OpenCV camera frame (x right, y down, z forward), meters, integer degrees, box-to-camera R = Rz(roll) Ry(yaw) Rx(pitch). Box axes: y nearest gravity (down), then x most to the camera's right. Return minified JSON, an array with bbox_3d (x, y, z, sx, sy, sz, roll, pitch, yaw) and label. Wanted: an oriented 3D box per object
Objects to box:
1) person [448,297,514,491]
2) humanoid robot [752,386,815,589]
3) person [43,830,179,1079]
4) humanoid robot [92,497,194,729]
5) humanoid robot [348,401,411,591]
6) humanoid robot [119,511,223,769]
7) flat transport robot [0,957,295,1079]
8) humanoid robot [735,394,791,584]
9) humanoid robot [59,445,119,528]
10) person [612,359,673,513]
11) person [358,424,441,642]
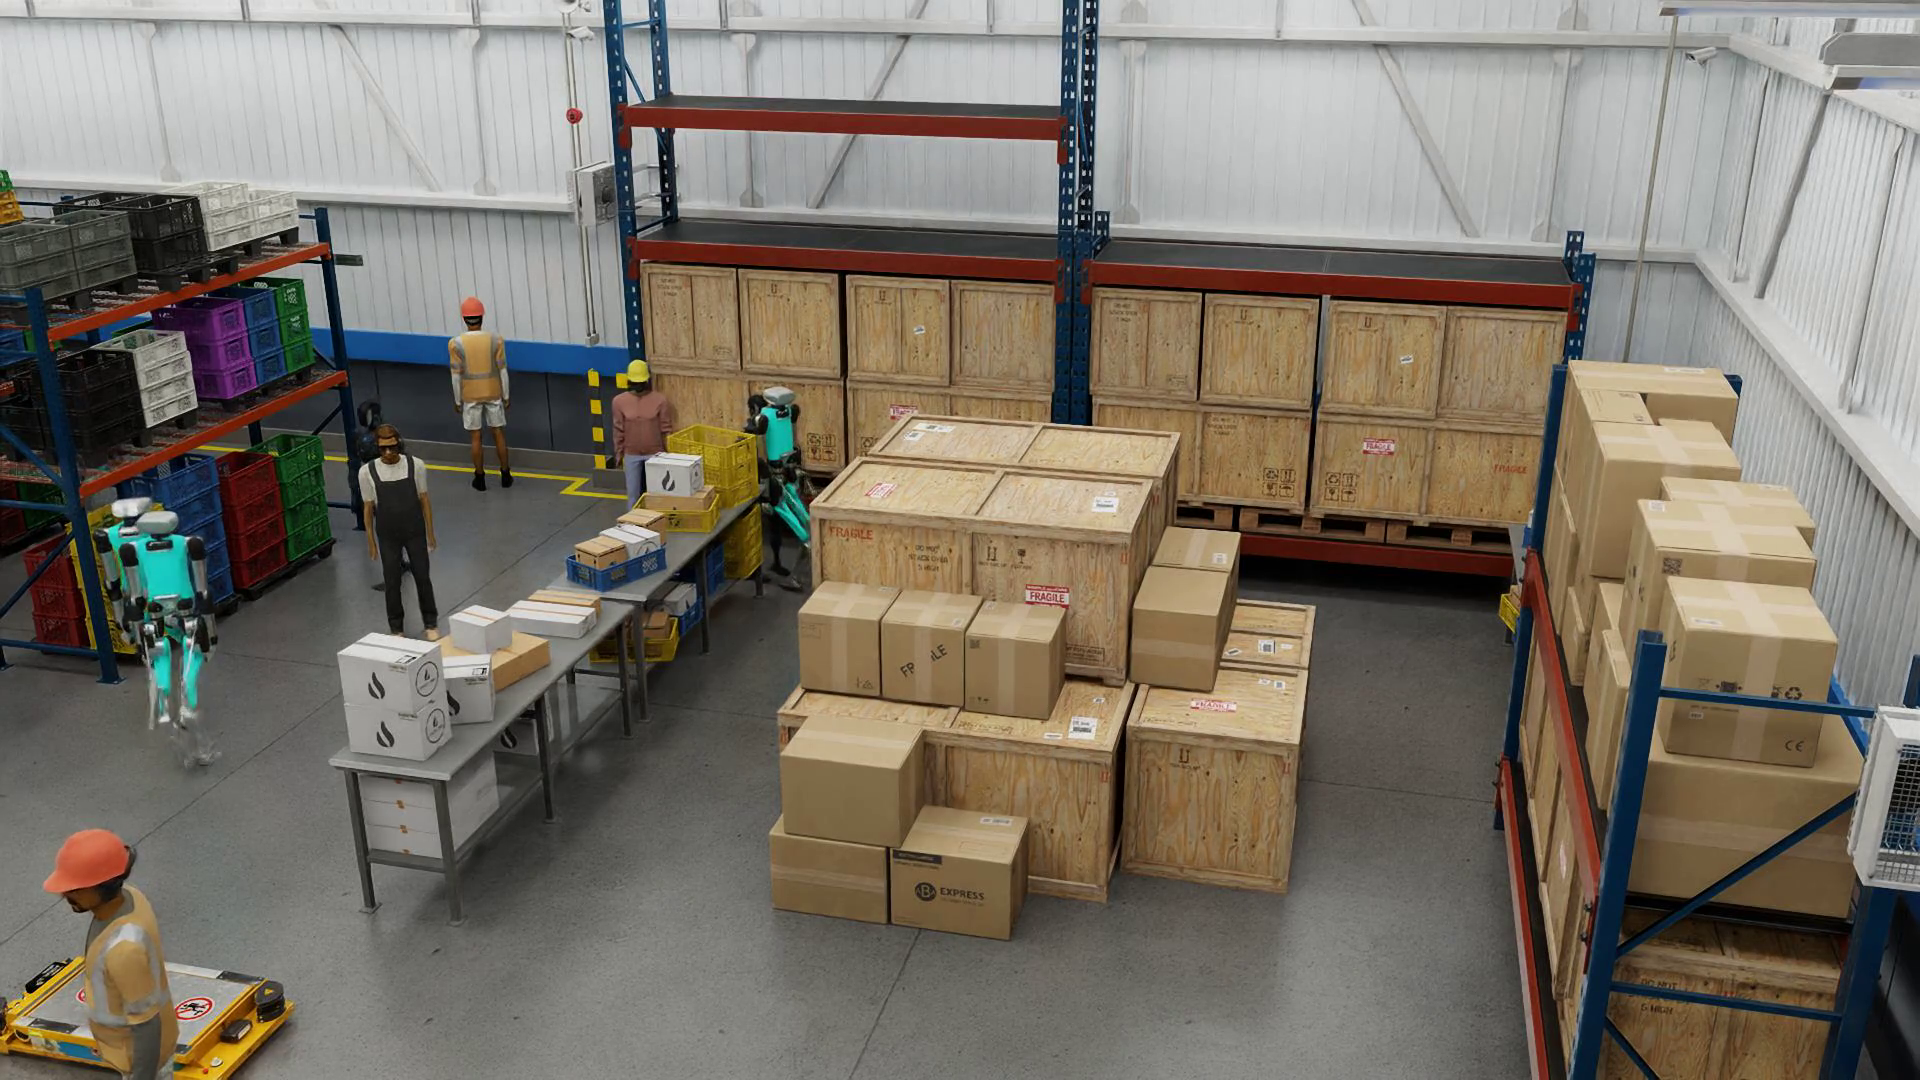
[{"bbox_3d":[-4.750,-1.447,16.499,0.549,1.933,0.371,-8,22,-21],"label":"person"},{"bbox_3d":[-1.356,-0.386,13.983,0.669,1.790,0.538,12,24,29],"label":"humanoid robot"},{"bbox_3d":[-3.496,2.122,7.012,0.373,2.042,0.613,-12,24,-28],"label":"person"},{"bbox_3d":[-5.616,0.524,11.696,0.536,1.858,0.660,-4,21,-10],"label":"humanoid robot"},{"bbox_3d":[-4.939,-0.383,14.102,0.602,1.630,0.725,7,22,18],"label":"humanoid robot"},{"bbox_3d":[-5.239,0.732,11.065,0.536,1.771,0.680,-5,21,-12],"label":"humanoid robot"},{"bbox_3d":[-4.270,2.464,8.601,1.431,0.231,0.659,5,22,13],"label":"flat transport robot"},{"bbox_3d":[-1.700,-0.448,14.233,0.329,1.650,0.590,16,26,36],"label":"humanoid robot"},{"bbox_3d":[-7.779,-0.631,14.653,0.804,1.793,0.530,7,22,17],"label":"humanoid robot"},{"bbox_3d":[-2.846,-0.779,14.999,0.530,1.760,0.339,-2,21,-4],"label":"person"},{"bbox_3d":[-4.352,-0.033,12.945,0.505,1.838,0.336,-9,23,-23],"label":"person"}]
